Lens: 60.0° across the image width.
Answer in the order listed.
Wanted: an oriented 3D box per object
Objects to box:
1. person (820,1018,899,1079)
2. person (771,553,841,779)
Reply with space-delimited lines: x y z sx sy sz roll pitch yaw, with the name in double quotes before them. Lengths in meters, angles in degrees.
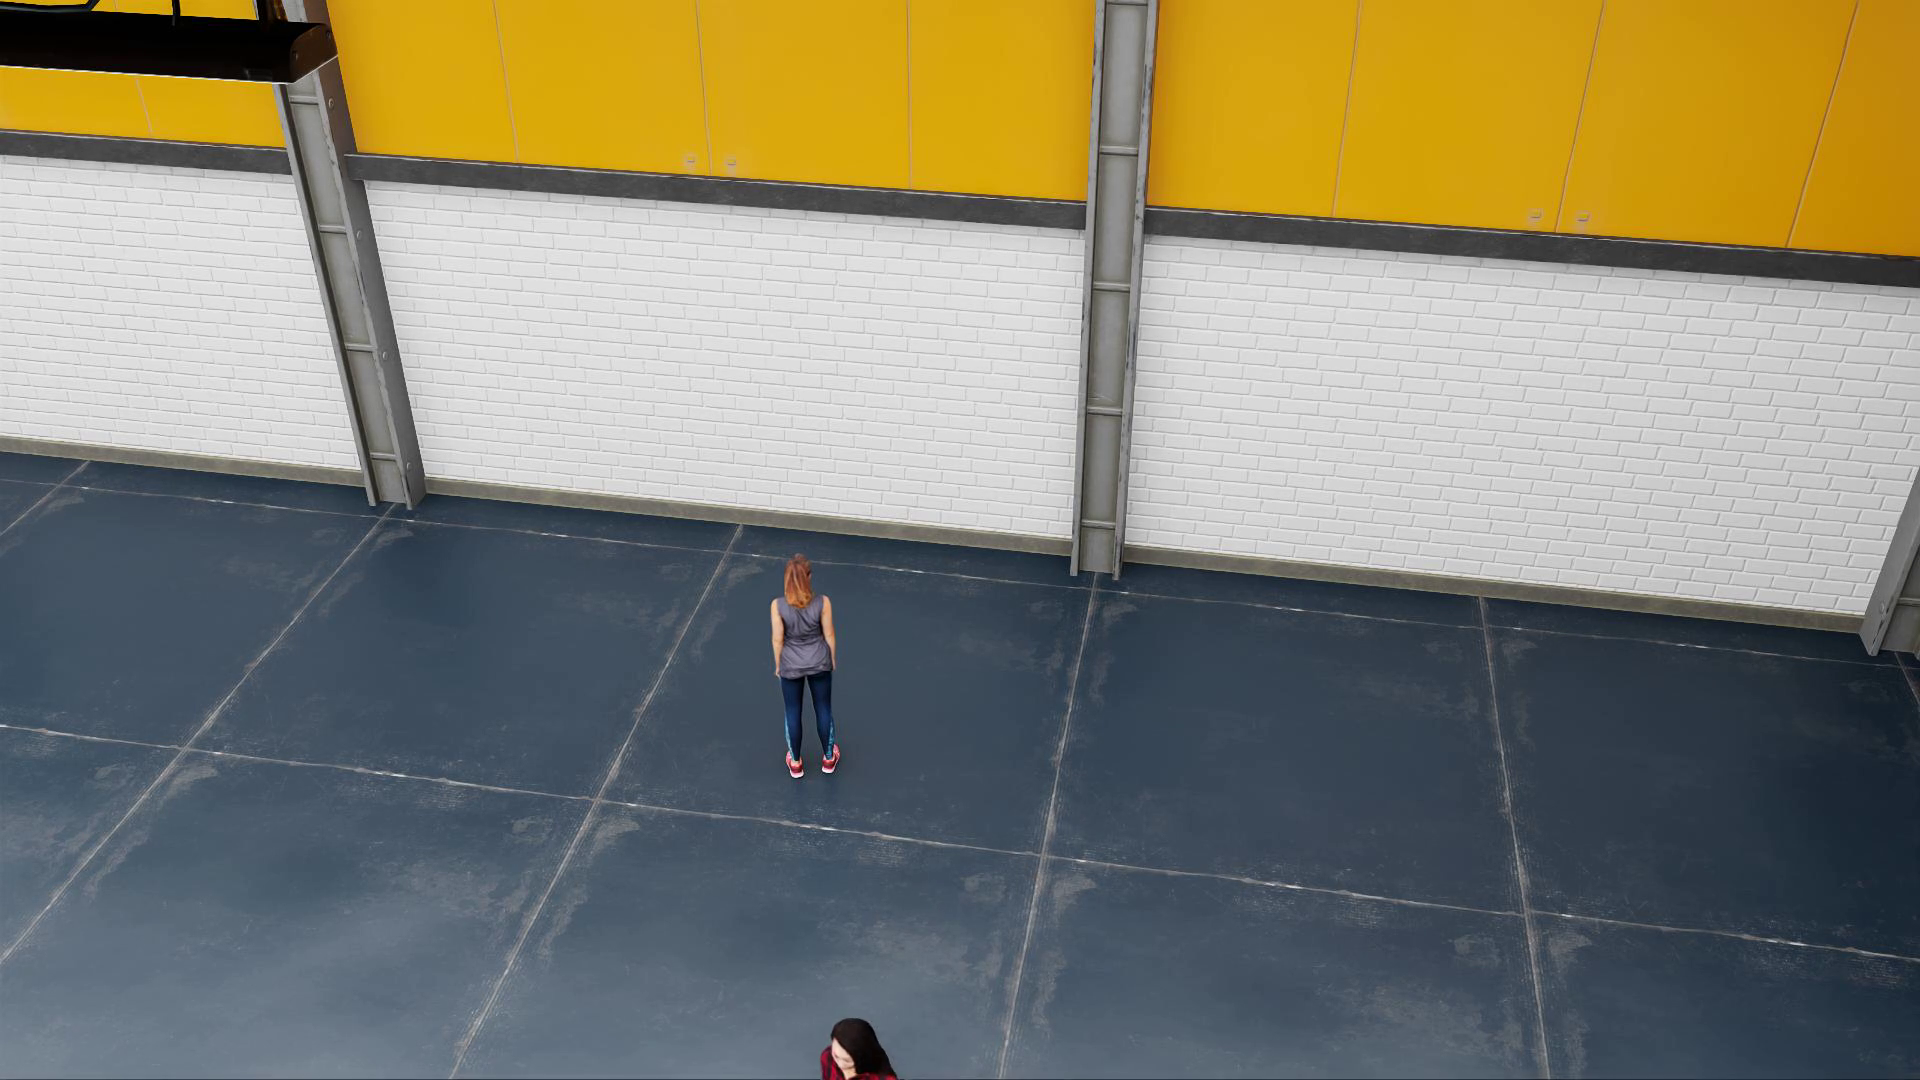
"person" -0.414 2.789 8.022 0.786 1.641 0.806 19 38 26
"person" -1.016 0.827 10.899 0.566 1.724 0.684 -5 34 -7
